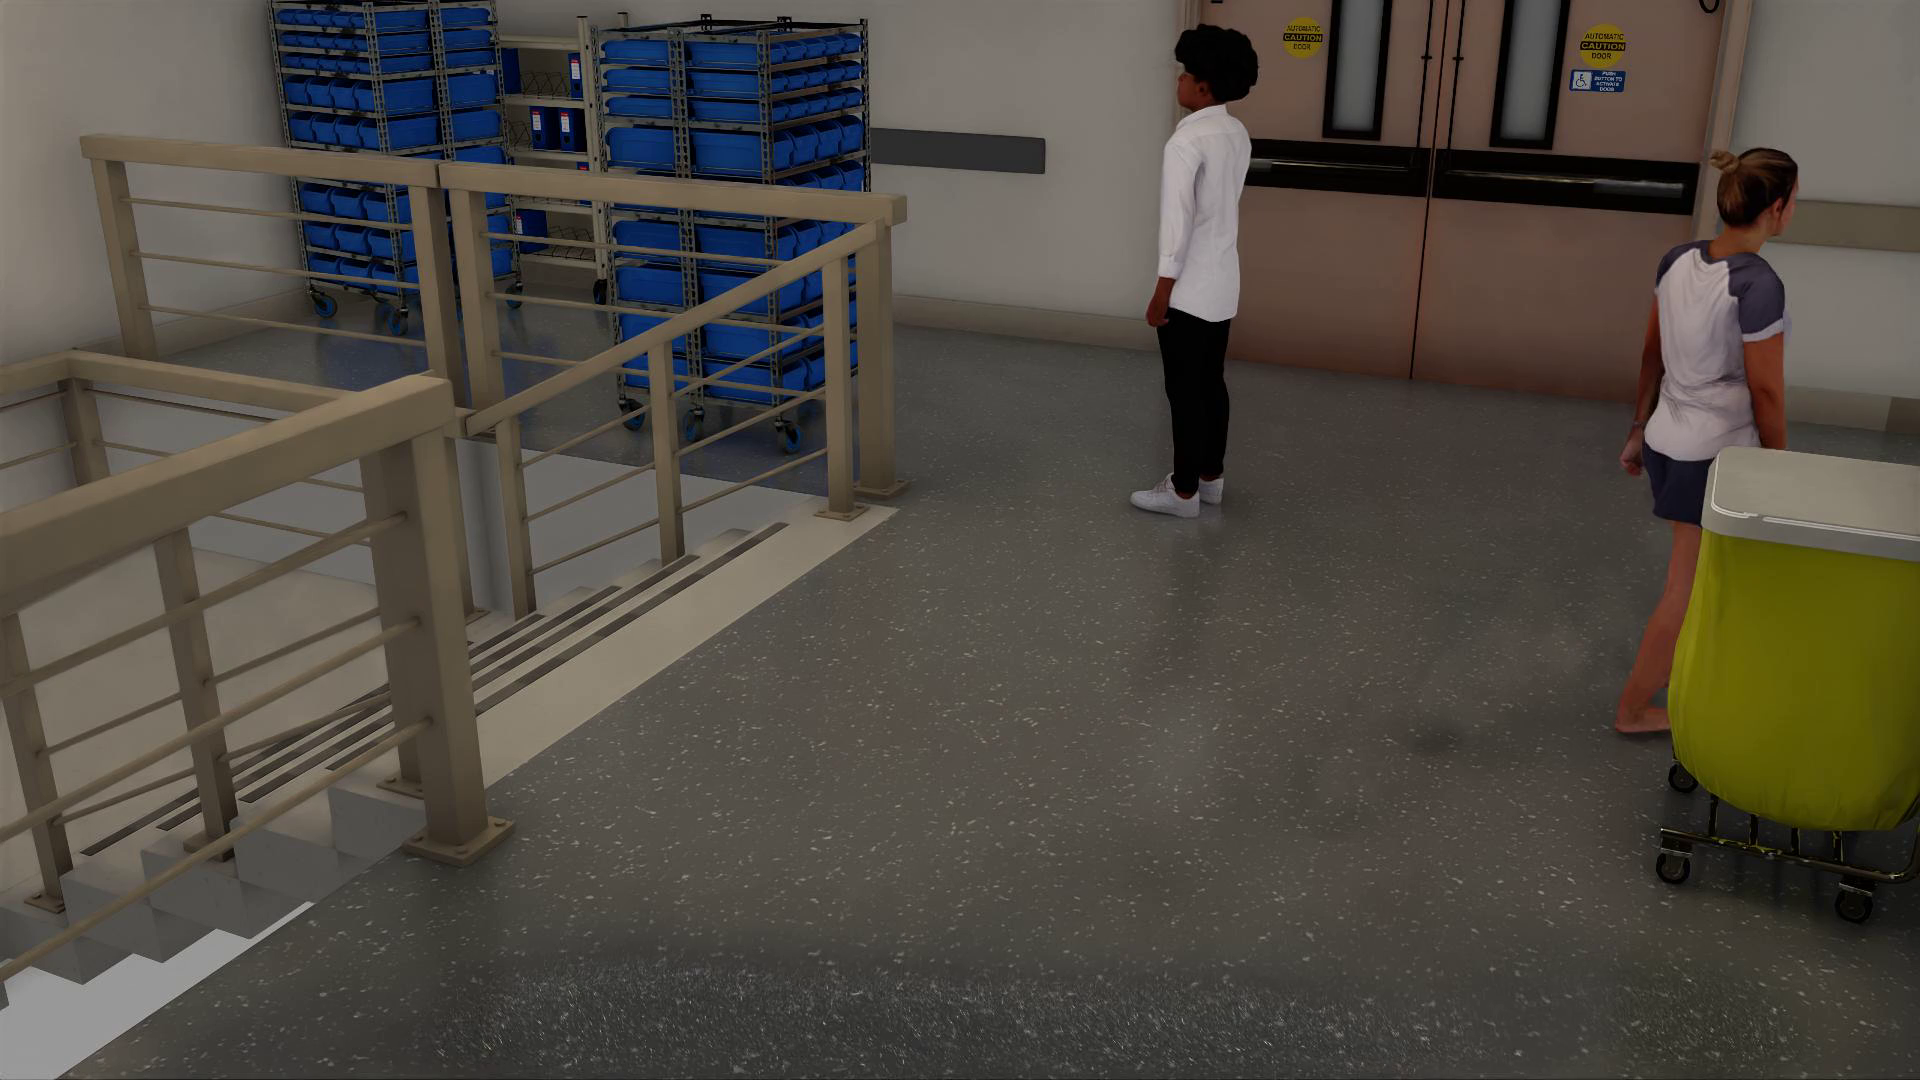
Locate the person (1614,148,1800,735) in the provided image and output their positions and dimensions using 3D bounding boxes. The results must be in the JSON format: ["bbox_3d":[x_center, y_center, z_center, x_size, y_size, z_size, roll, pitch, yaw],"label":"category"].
[{"bbox_3d":[1.921,-0.214,4.457,0.761,1.605,0.709,-4,21,-10],"label":"person"}]

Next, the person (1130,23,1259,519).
[{"bbox_3d":[0.889,-0.984,6.195,0.661,1.813,0.681,16,26,35],"label":"person"}]
